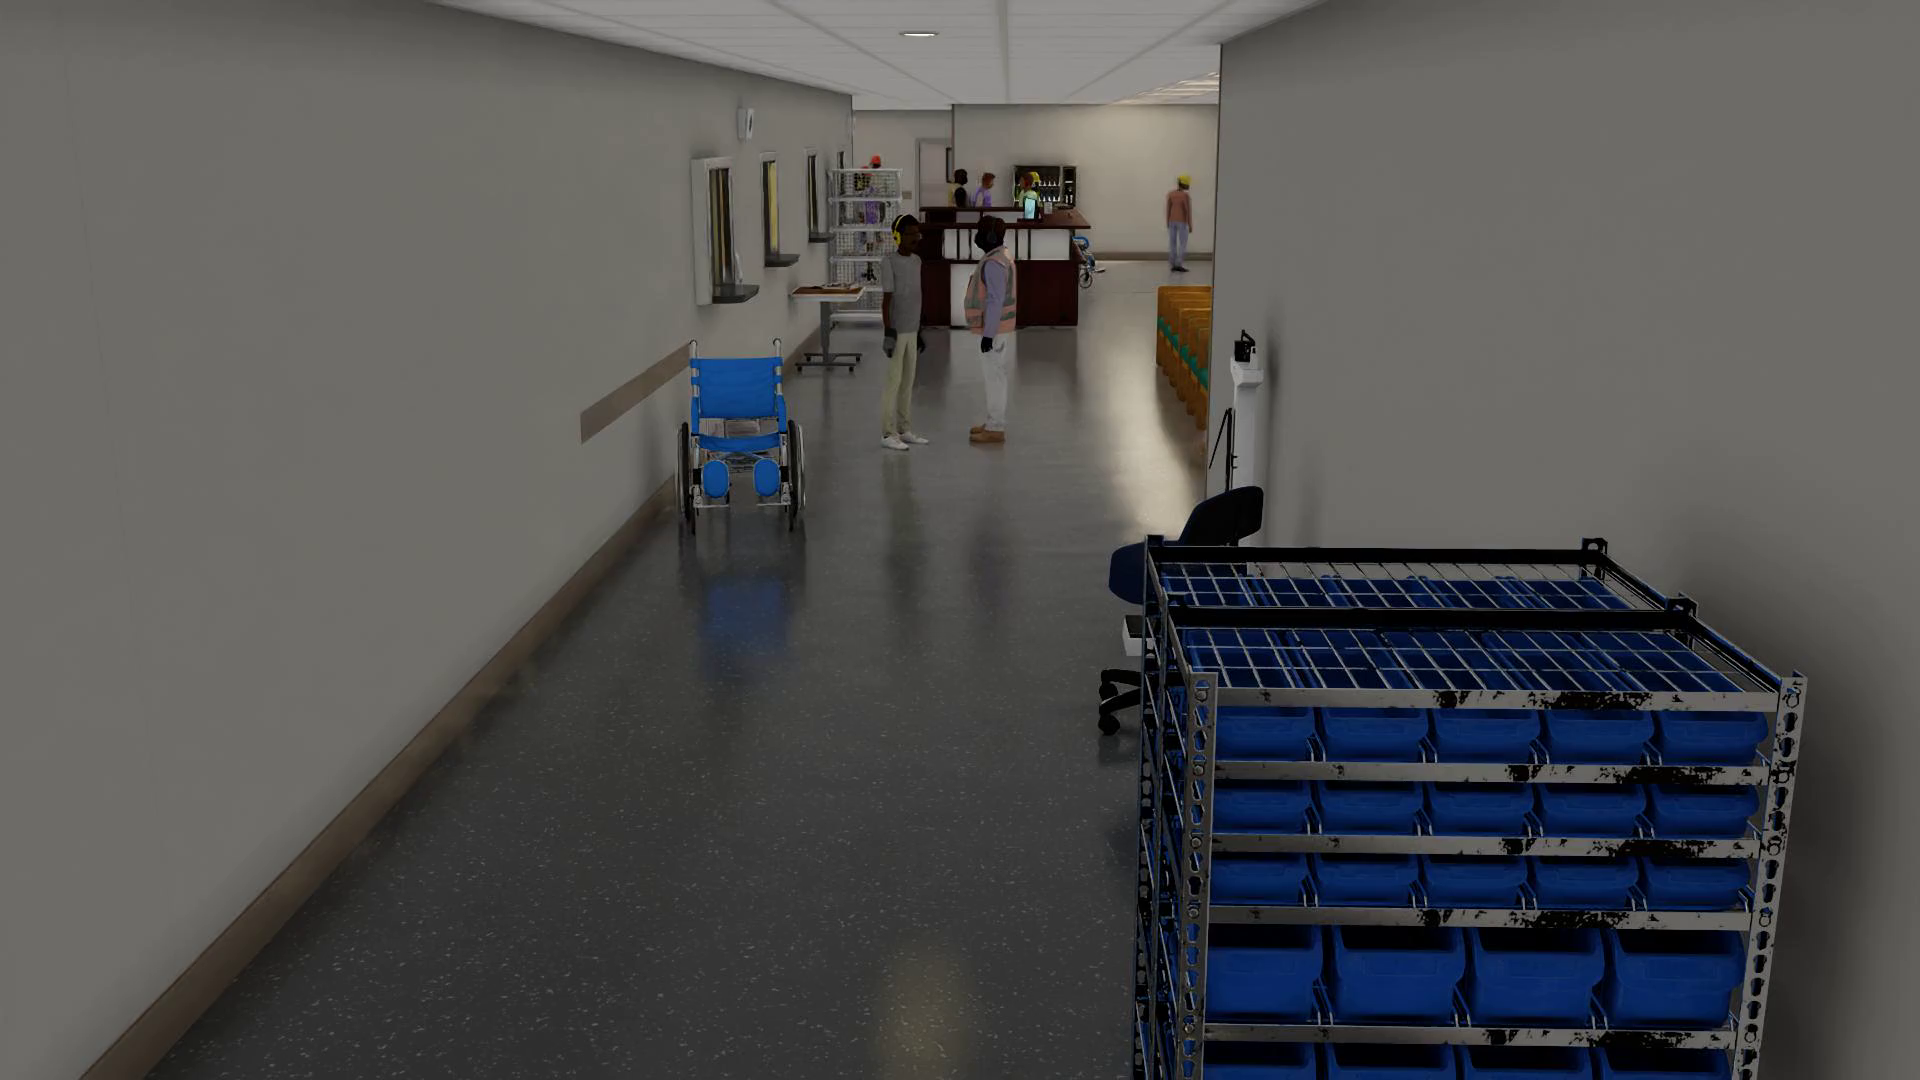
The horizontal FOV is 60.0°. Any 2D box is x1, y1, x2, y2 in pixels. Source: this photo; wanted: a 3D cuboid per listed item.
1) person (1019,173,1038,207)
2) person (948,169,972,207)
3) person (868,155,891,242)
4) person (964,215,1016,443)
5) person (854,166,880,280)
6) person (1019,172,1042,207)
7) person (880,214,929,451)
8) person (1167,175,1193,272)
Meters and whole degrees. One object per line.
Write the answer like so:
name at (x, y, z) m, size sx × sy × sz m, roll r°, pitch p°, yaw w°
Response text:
person at (1.105, -5.018, 26.990) m, size 0.389 × 1.849 × 0.565 m, roll 2°, pitch 14°, yaw 8°
person at (-0.001, -5.737, 29.923) m, size 0.430 × 1.845 × 0.624 m, roll -3°, pitch 14°, yaw -11°
person at (-1.924, -7.800, 38.036) m, size 0.617 × 1.974 × 0.838 m, roll -8°, pitch 16°, yaw -29°
person at (0.245, -1.726, 13.639) m, size 0.429 × 1.846 × 0.625 m, roll 1°, pitch 14°, yaw 3°
person at (-1.602, -5.340, 28.122) m, size 0.545 × 1.933 × 0.376 m, roll -4°, pitch 14°, yaw -17°
person at (1.215, -5.394, 28.573) m, size 0.403 × 1.825 × 0.593 m, roll -5°, pitch 15°, yaw -19°
person at (-0.446, -1.665, 13.339) m, size 0.315 × 1.869 × 0.526 m, roll 8°, pitch 16°, yaw 31°
person at (3.952, -5.728, 30.136) m, size 0.404 × 1.729 × 0.580 m, roll -12°, pitch 18°, yaw -41°
